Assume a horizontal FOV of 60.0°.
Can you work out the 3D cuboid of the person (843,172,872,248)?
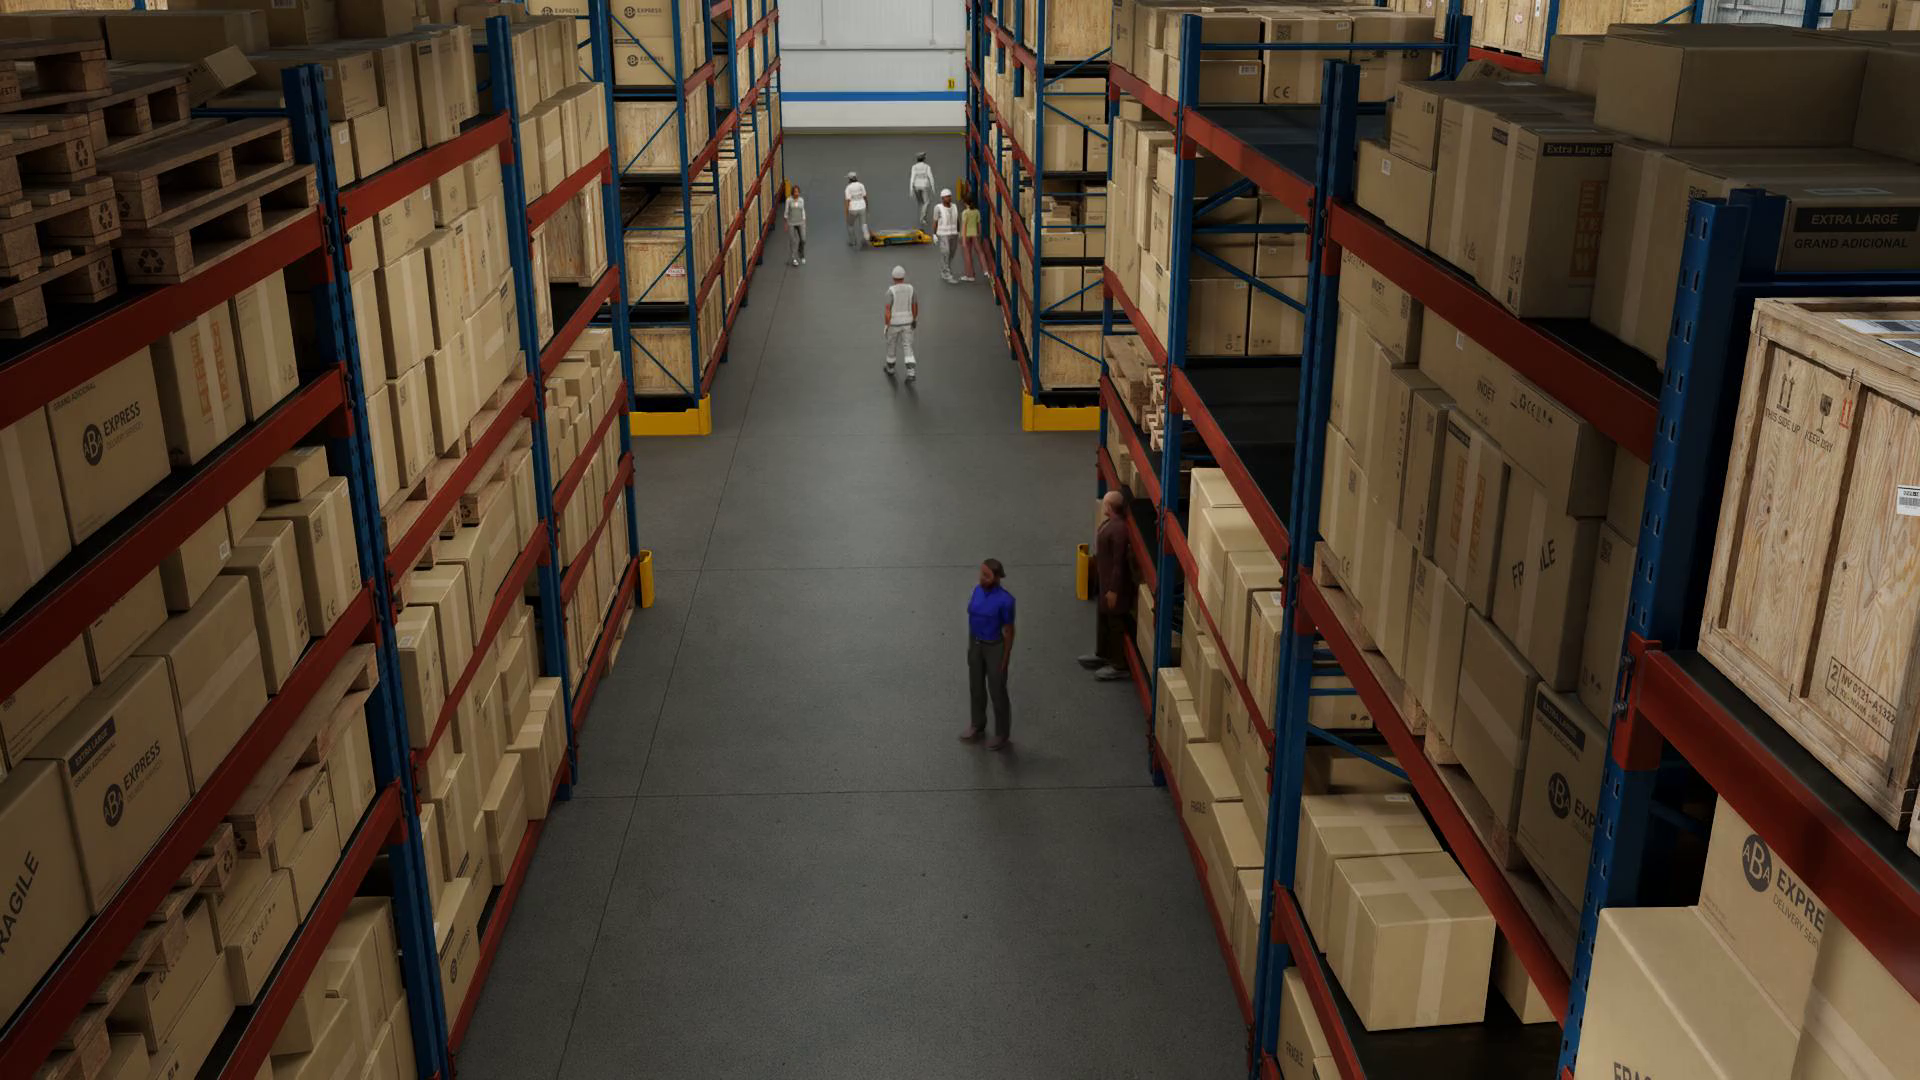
[{"bbox_3d":[-2.220,-7.063,35.624,0.547,1.626,0.713,-9,22,-23],"label":"person"}]

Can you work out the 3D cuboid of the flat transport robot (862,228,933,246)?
[{"bbox_3d":[-1.382,-6.630,36.499,1.431,0.261,0.659,-7,22,-19],"label":"flat transport robot"}]

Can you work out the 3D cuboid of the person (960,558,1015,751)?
[{"bbox_3d":[0.230,0.952,14.103,0.436,1.660,0.368,16,26,36],"label":"person"}]

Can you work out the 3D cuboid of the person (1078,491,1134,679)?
[{"bbox_3d":[1.375,0.401,15.360,0.502,1.780,0.600,-1,20,-1],"label":"person"}]

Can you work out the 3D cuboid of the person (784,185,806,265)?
[{"bbox_3d":[-3.357,-6.402,33.897,0.441,1.621,0.331,-7,22,-17],"label":"person"}]

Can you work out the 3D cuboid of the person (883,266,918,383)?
[{"bbox_3d":[-0.919,-3.310,25.344,0.617,1.754,1.025,-8,22,-20],"label":"person"}]

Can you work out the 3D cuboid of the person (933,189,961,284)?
[{"bbox_3d":[-0.218,-5.916,32.336,0.582,1.789,0.788,-13,24,-31],"label":"person"}]

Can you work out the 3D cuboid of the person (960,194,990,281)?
[{"bbox_3d":[0.312,-5.880,32.377,0.601,1.667,0.503,-11,23,-28],"label":"person"}]

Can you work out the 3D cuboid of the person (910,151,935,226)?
[{"bbox_3d":[-0.892,-8.089,38.330,0.543,1.652,0.892,6,21,15],"label":"person"}]
